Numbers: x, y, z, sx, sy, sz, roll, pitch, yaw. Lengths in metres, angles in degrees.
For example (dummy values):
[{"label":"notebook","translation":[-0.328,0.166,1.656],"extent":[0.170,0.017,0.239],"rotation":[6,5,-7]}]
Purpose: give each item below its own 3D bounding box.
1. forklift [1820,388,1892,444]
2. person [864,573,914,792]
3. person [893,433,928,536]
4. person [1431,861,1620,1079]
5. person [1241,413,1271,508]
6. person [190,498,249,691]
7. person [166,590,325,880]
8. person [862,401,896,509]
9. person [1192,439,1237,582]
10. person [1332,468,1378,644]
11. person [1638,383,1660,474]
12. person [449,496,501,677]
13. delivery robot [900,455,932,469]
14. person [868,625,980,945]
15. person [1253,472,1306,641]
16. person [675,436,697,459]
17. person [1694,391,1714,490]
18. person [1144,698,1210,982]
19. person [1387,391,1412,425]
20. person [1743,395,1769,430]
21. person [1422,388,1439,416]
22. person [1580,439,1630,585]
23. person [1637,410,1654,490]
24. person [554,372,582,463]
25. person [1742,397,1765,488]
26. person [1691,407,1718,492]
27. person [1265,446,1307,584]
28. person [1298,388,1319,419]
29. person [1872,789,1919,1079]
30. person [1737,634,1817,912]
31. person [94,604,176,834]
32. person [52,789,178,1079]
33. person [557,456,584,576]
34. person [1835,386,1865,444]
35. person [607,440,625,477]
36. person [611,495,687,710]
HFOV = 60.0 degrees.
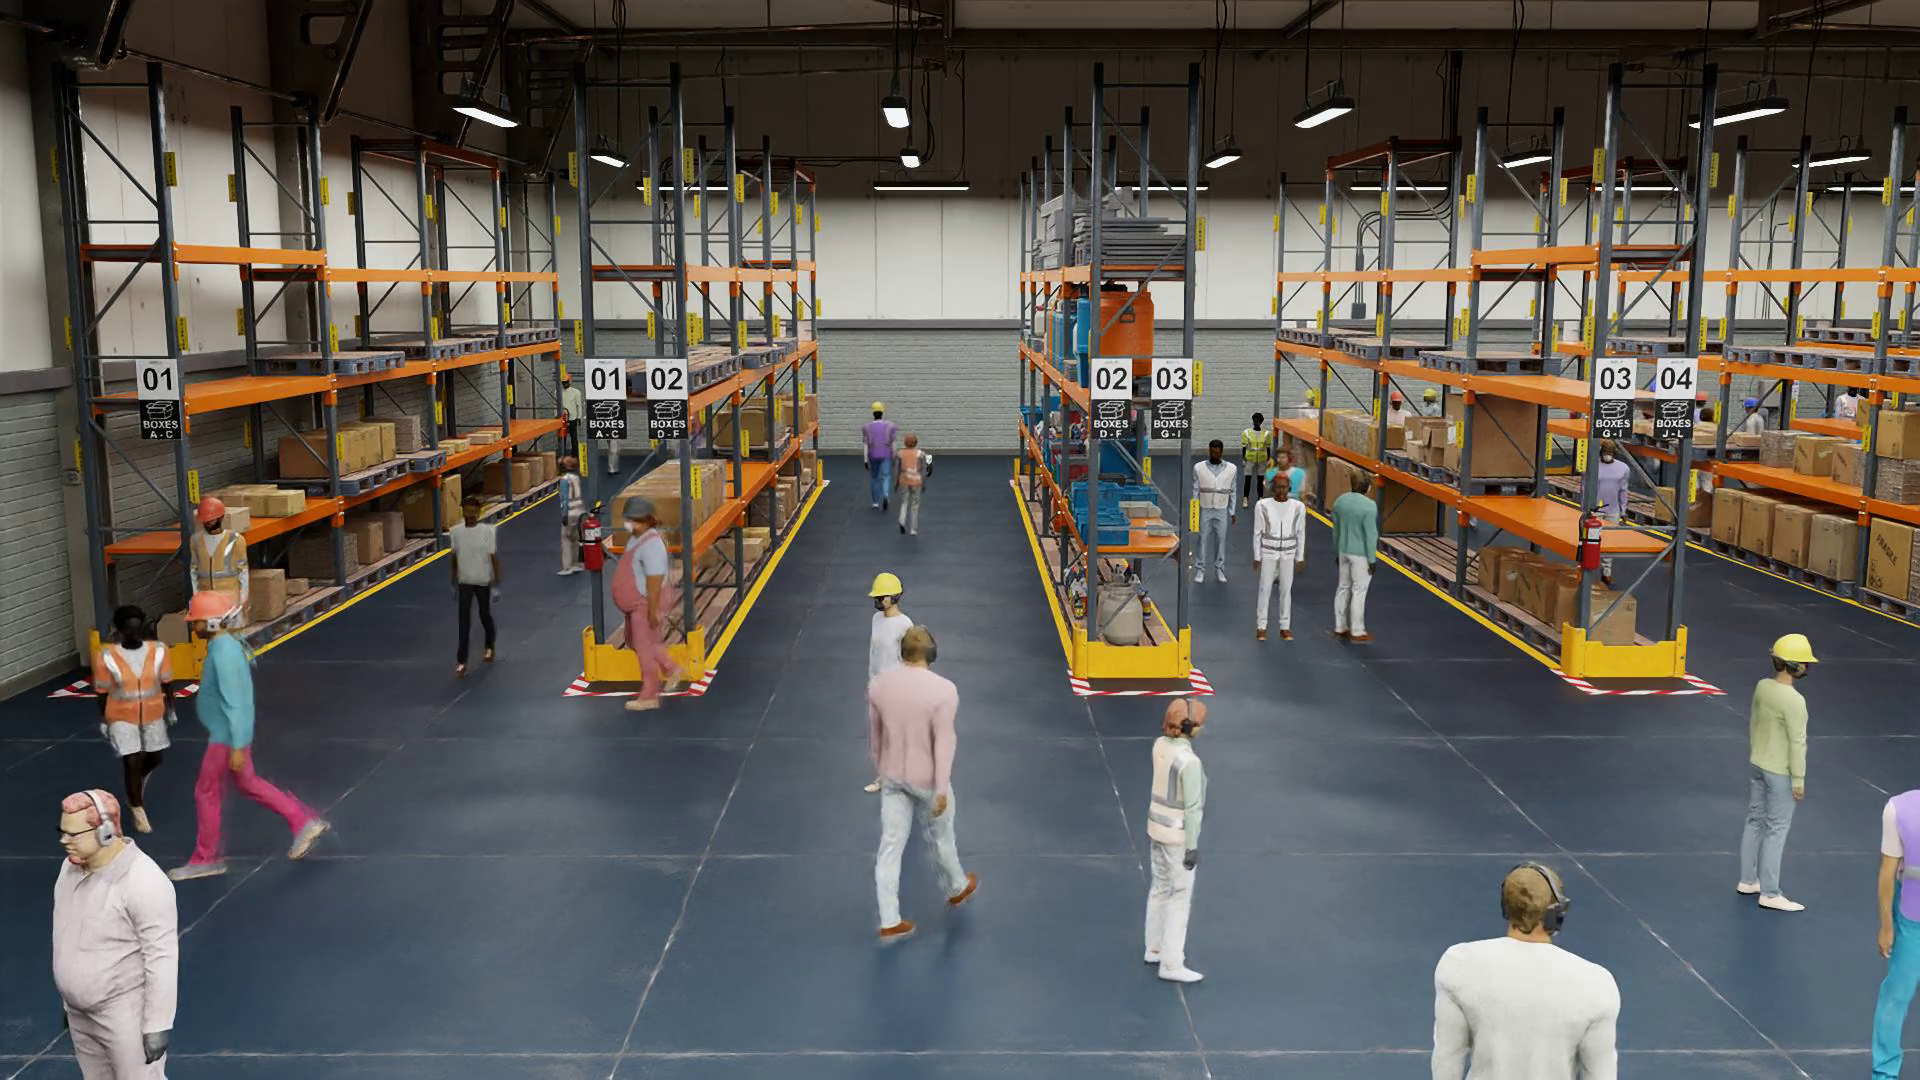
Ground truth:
[{"label":"forklift","translation":[20.072,-3.110,36.462],"extent":[1.873,2.768,1.129],"rotation":[0,9,0]},{"label":"person","translation":[-0.542,1.124,12.792],"extent":[0.327,1.767,0.533],"rotation":[-7,11,-37]},{"label":"person","translation":[-0.774,-0.874,26.125],"extent":[0.520,1.622,0.371],"rotation":[2,9,10]},{"label":"person","translation":[2.008,2.100,5.969],"extent":[0.629,1.937,0.377],"rotation":[4,10,25]},{"label":"person","translation":[5.206,-1.396,29.240],"extent":[0.534,1.692,0.322],"rotation":[0,9,2]},{"label":"person","translation":[-7.135,0.544,16.012],"extent":[0.545,1.927,0.385],"rotation":[0,9,2]},{"label":"person","translation":[-4.843,1.282,11.209],"extent":[0.956,1.958,0.633],"rotation":[-3,9,-21]},{"label":"person","translation":[-1.408,-1.468,29.069],"extent":[0.590,1.902,0.773],"rotation":[0,9,-1]},{"label":"person","translation":[3.370,-0.390,22.067],"extent":[0.589,1.913,0.399],"rotation":[0,9,2]},{"label":"person","translation":[4.360,0.175,18.343],"extent":[0.352,1.937,0.635],"rotation":[-5,10,-28]},{"label":"person","translation":[14.444,-2.338,34.673],"extent":[0.639,1.893,1.020],"rotation":[3,9,17]},{"label":"person","translation":[-4.976,0.438,17.097],"extent":[0.523,1.820,0.988],"rotation":[0,9,-2]},{"label":"delivery robot","translation":[-0.936,-1.622,34.038],"extent":[0.707,0.478,0.477],"rotation":[0,9,0]},{"label":"person","translation":[-0.240,1.458,10.254],"extent":[0.652,1.880,1.054],"rotation":[5,10,28]},{"label":"person","translation":[3.537,0.186,18.458],"extent":[0.575,1.883,0.362],"rotation":[0,9,2]},{"label":"person","translation":[-4.291,-0.994,26.038],"extent":[0.396,1.900,0.745],"rotation":[-1,9,-6]},{"label":"person","translation":[14.182,-1.905,31.887],"extent":[0.543,1.896,0.986],"rotation":[2,9,16]},{"label":"person","translation":[1.229,1.698,9.530],"extent":[0.315,1.633,0.559],"rotation":[-3,9,-17]},{"label":"person","translation":[7.953,-1.733,30.438],"extent":[0.612,1.996,0.389],"rotation":[0,9,2]},{"label":"person","translation":[16.554,-2.195,34.613],"extent":[0.506,1.622,0.316],"rotation":[1,9,5]},{"label":"person","translation":[9.878,-2.327,35.075],"extent":[0.325,1.740,0.492],"rotation":[-4,10,-24]},{"label":"person","translation":[8.452,-0.364,21.838],"extent":[0.629,1.933,0.379],"rotation":[0,9,2]},{"label":"person","translation":[13.214,-1.777,31.919],"extent":[0.341,1.630,0.528],"rotation":[5,10,28]},{"label":"person","translation":[-8.636,-2.692,36.607],"extent":[0.612,1.996,0.389],"rotation":[0,9,2]},{"label":"person","translation":[14.039,-1.566,29.525],"extent":[0.409,1.944,0.613],"rotation":[8,12,41]},{"label":"person","translation":[12.856,-1.392,28.788],"extent":[0.650,1.823,0.458],"rotation":[-1,9,-7]},{"label":"person","translation":[4.330,-0.353,22.098],"extent":[0.570,1.827,0.742],"rotation":[4,10,24]},{"label":"person","translation":[7.120,-2.204,34.041],"extent":[0.607,1.816,0.557],"rotation":[-6,11,-34]},{"label":"person","translation":[4.675,1.832,7.977],"extent":[0.564,1.847,0.396],"rotation":[0,9,2]},{"label":"person","translation":[5.234,1.464,10.609],"extent":[0.326,1.767,0.533],"rotation":[0,9,-2]},{"label":"person","translation":[-6.058,1.266,12.190],"extent":[0.543,1.677,0.648],"rotation":[-8,12,-40]},{"label":"person","translation":[-3.555,1.963,6.951],"extent":[0.652,1.904,0.402],"rotation":[5,10,29]},{"label":"person","translation":[-5.288,-0.334,22.613],"extent":[0.346,1.622,0.544],"rotation":[1,9,8]},{"label":"person","translation":[18.997,-2.440,35.504],"extent":[0.624,1.837,0.430],"rotation":[0,9,2]},{"label":"person","translation":[-7.035,-2.185,33.944],"extent":[0.404,1.815,0.611],"rotation":[4,10,22]},{"label":"person","translation":[-2.916,0.570,15.479],"extent":[0.642,2.000,0.711],"rotation":[-3,9,-19]}]
